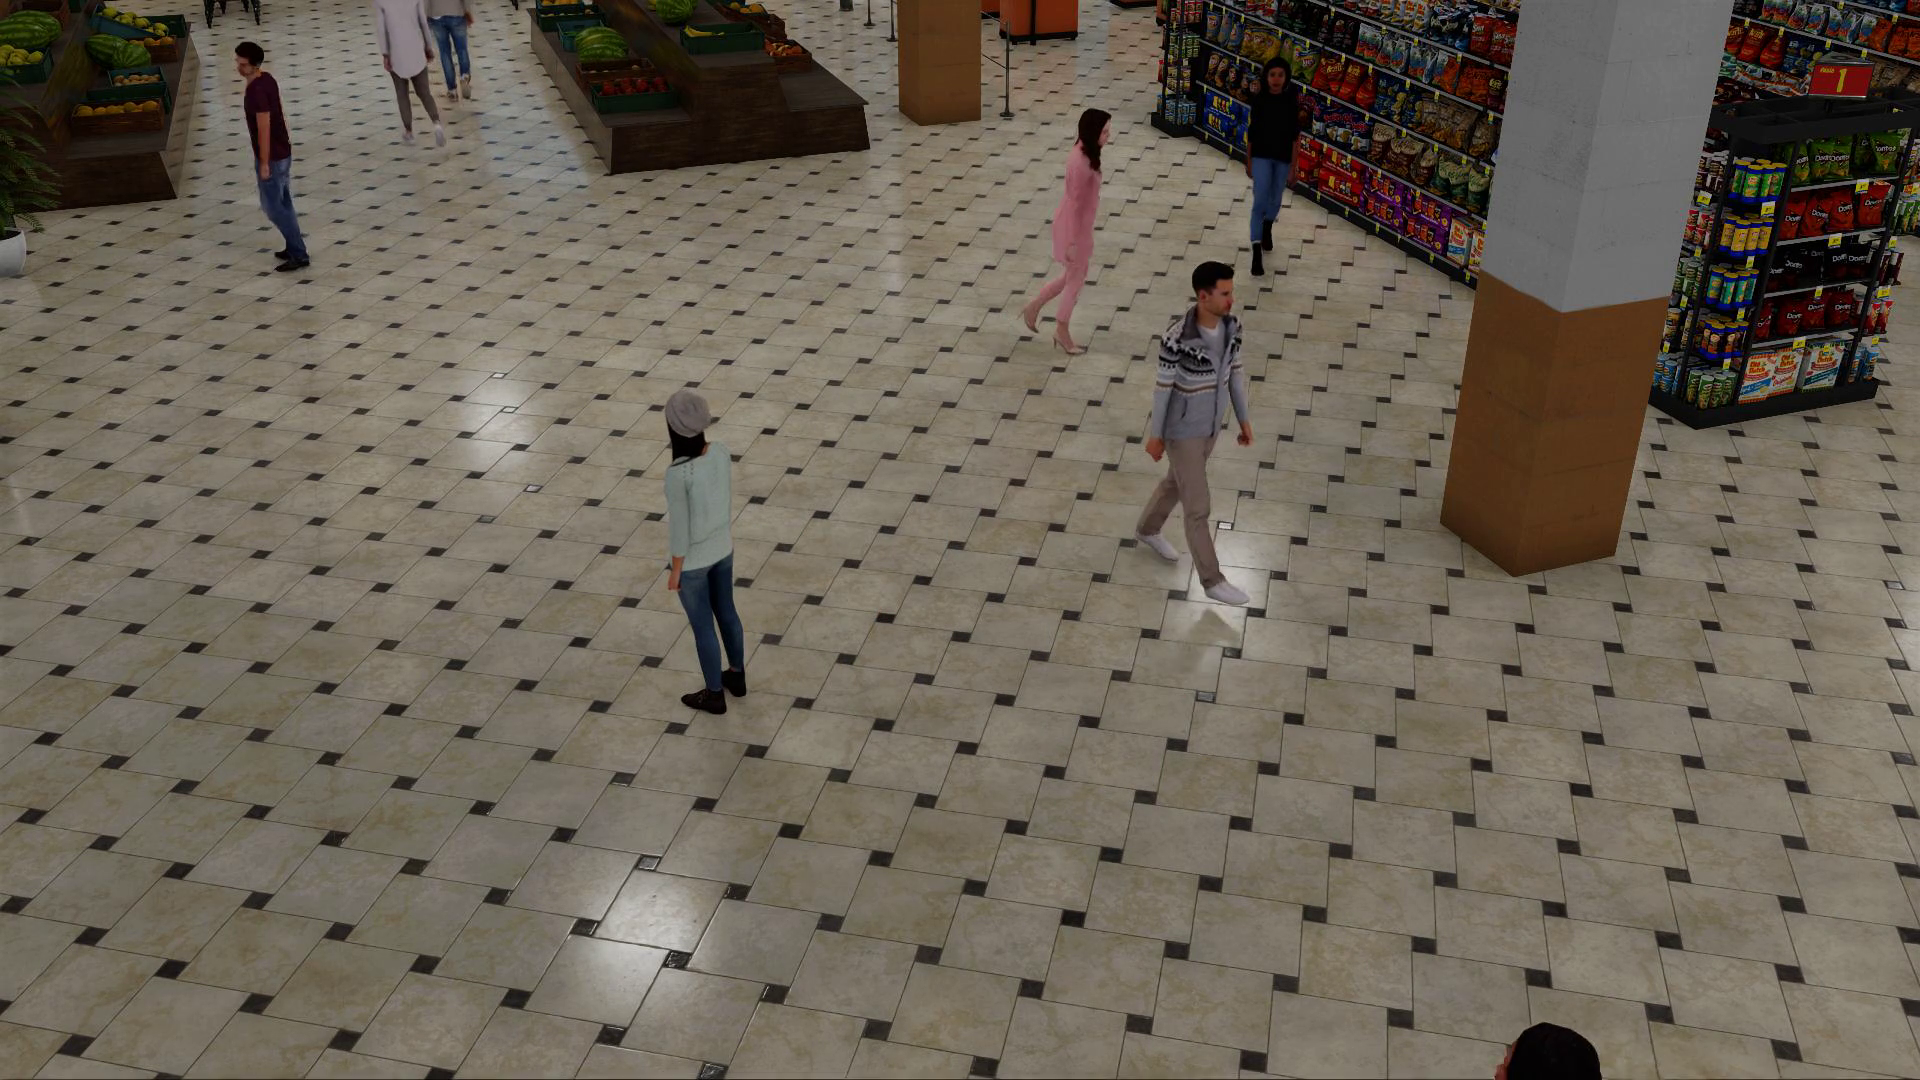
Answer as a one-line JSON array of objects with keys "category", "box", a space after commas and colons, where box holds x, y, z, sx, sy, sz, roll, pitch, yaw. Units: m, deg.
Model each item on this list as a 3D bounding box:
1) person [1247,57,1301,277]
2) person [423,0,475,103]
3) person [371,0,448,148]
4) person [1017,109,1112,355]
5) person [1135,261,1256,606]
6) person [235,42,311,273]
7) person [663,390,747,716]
[{"category": "person", "box": [2.513, -3.045, 13.440, 0.859, 1.658, 1.186, 1, 29, 3]}, {"category": "person", "box": [-5.534, -5.663, 18.003, 0.693, 1.881, 0.931, -9, 30, -16]}, {"category": "person", "box": [-5.440, -4.762, 16.427, 0.840, 1.810, 1.175, -16, 33, -27]}, {"category": "person", "box": [0.724, -2.137, 11.654, 0.928, 1.777, 0.924, 1, 29, 2]}, {"category": "person", "box": [1.180, -0.621, 8.834, 1.017, 1.817, 1.293, -24, 37, -37]}, {"category": "person", "box": [-5.534, -3.101, 13.364, 0.819, 1.829, 0.570, 2, 29, 4]}, {"category": "person", "box": [-1.205, 0.054, 7.776, 0.669, 1.647, 0.638, 17, 33, 28]}]
